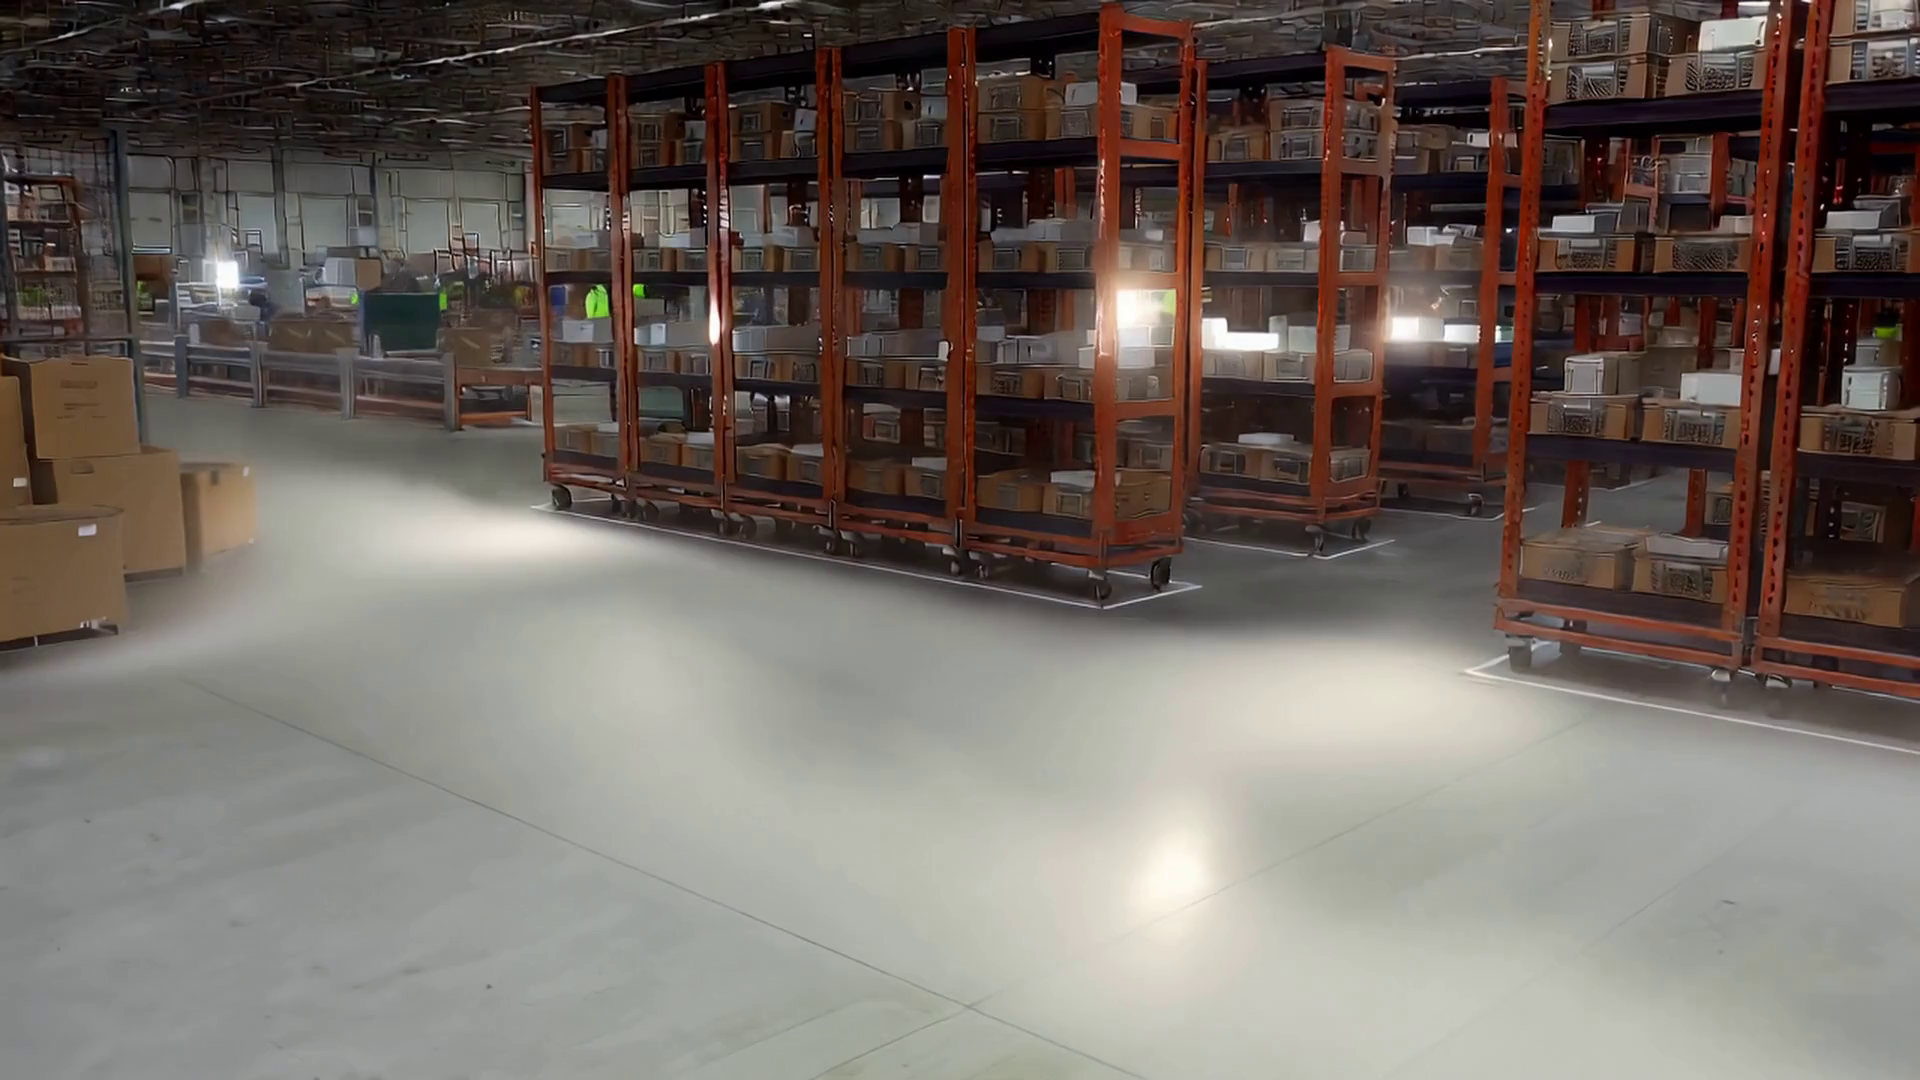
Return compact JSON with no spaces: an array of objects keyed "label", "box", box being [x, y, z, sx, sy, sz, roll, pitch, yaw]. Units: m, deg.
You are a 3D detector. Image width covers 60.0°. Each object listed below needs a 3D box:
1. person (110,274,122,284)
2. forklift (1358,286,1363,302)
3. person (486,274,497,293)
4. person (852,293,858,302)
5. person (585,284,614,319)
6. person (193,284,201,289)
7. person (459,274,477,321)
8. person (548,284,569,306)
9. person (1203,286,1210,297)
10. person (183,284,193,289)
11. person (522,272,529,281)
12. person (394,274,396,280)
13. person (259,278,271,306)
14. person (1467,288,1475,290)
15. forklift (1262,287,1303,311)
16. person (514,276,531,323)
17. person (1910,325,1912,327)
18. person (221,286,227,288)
[{"label":"person","box":[-35.086,-10.147,69.300,0.580,1.859,0.831,1,9,7]},{"label":"forklift","box":[11.100,-7.017,46.970,1.873,2.768,1.129,9,13,43]},{"label":"person","box":[-16.581,-8.501,59.109,0.996,1.895,0.545,-6,11,-34]},{"label":"person","box":[-4.708,-10.997,74.992,0.532,1.696,0.319,6,11,32]},{"label":"person","box":[-7.071,-4.216,32.819,0.396,1.898,0.641,8,12,41]},{"label":"person","box":[-40.274,-13.147,87.628,0.513,1.876,0.328,-8,12,-39]},{"label":"person","box":[-13.158,-6.142,44.530,0.550,1.926,0.569,6,11,34]},{"label":"person","box":[-9.042,-5.079,37.645,0.615,2.040,0.391,7,11,35]},{"label":"person","box":[8.185,-7.632,54.552,0.507,1.631,0.277,6,11,33]},{"label":"person","box":[-37.723,-12.101,81.117,0.593,1.903,0.767,1,9,6]},{"label":"person","box":[-25.436,-14.684,97.056,0.604,1.877,0.984,1,9,6]},{"label":"person","box":[-29.994,-13.318,88.865,0.872,1.807,0.660,-2,9,-12]},{"label":"person","box":[-26.487,-9.114,63.348,0.530,1.729,0.414,3,10,20]},{"label":"person","box":[21.562,-10.148,69.902,0.749,1.669,0.543,-5,11,-29]},{"label":"forklift","box":[10.769,-8.203,54.240,1.129,2.768,1.873,8,12,42]},{"label":"person","box":[-15.193,-8.245,57.751,0.602,1.817,0.681,-7,12,-38]},{"label":"person","box":[9.241,-1.423,15.883,0.484,1.825,0.600,-7,11,-36]},{"label":"person","box":[-25.927,-8.375,58.532,0.876,1.820,0.540,-8,12,-41]}]
